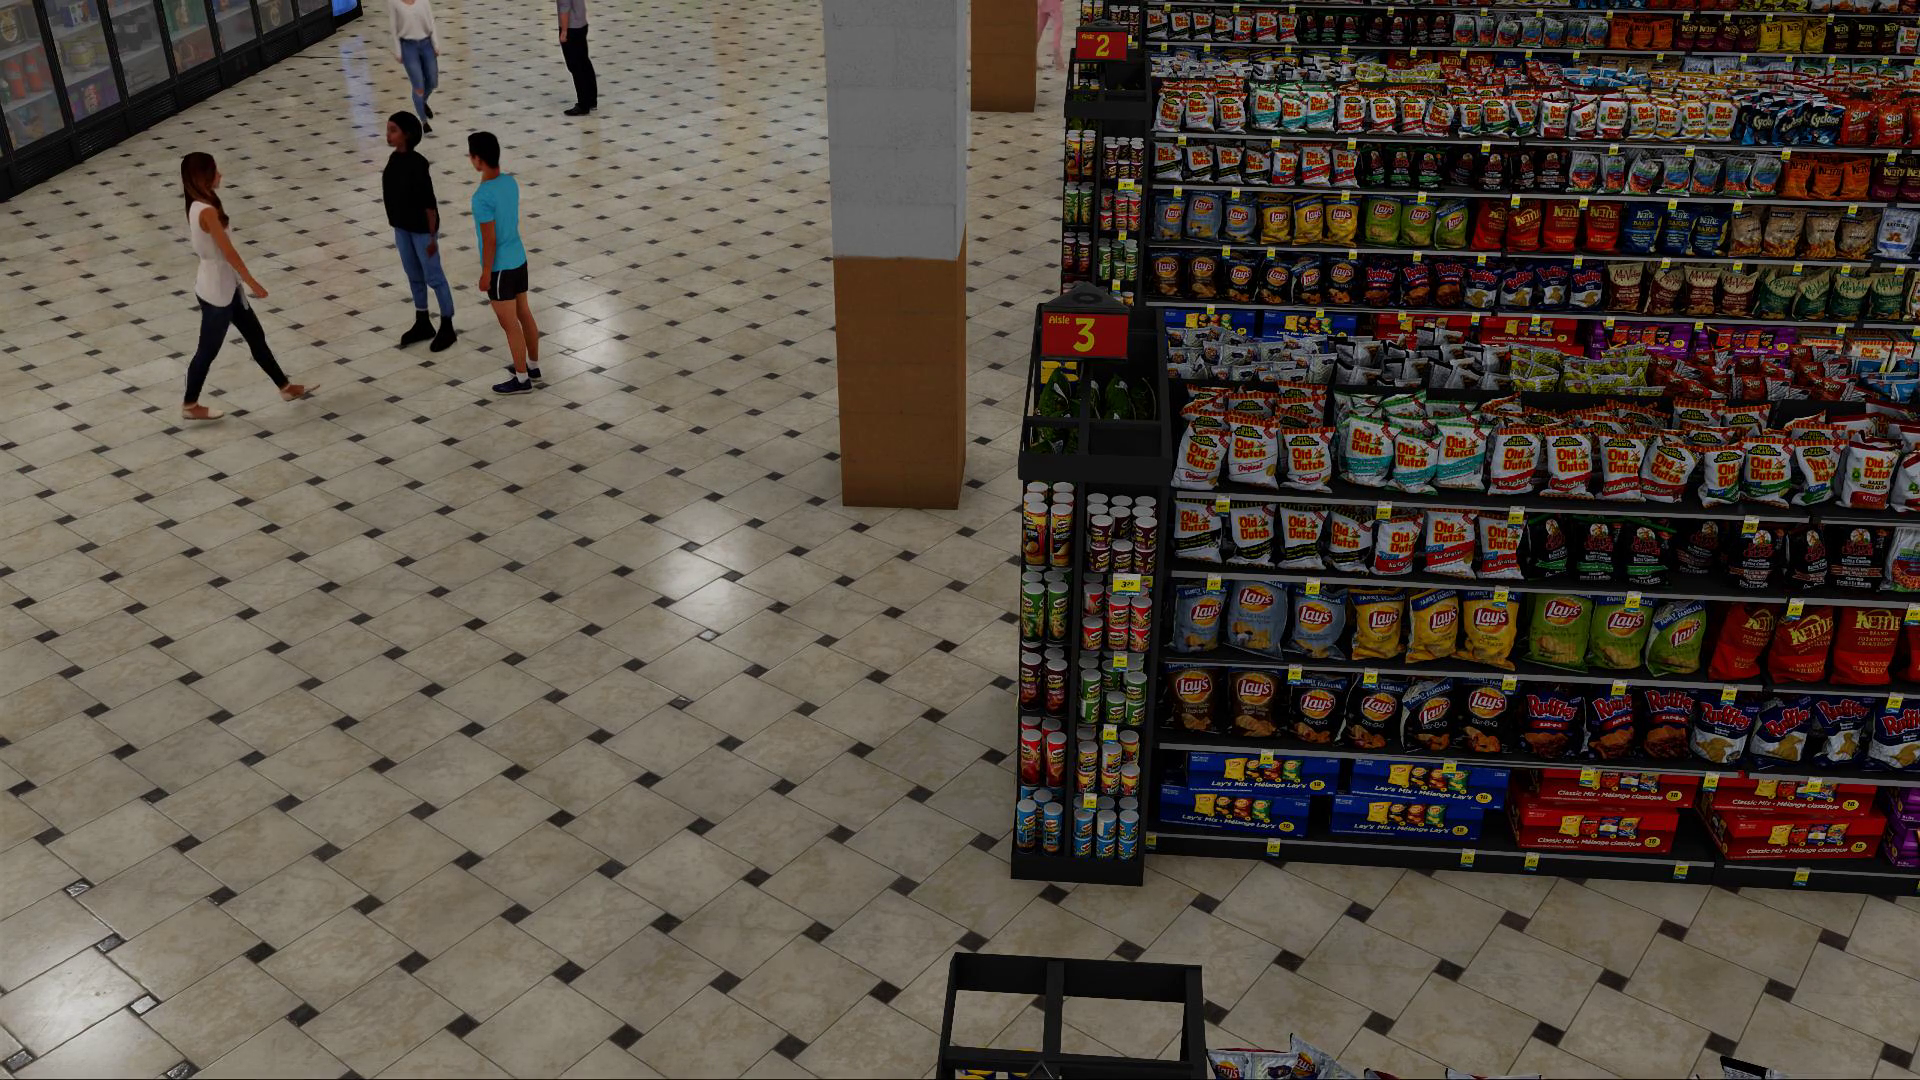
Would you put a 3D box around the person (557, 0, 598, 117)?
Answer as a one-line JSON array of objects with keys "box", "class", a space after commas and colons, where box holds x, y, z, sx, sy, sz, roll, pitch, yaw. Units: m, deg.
[{"box": [-4.111, -5.476, 17.712, 0.566, 1.843, 0.677, 6, 29, 11], "class": "person"}]

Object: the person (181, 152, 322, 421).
[{"box": [-4.835, -1.550, 10.631, 1.173, 1.737, 0.929, -12, 31, -22], "class": "person"}]

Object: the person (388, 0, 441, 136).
[{"box": [-5.601, -5.033, 17.068, 0.863, 1.681, 0.911, -17, 33, -28], "class": "person"}]

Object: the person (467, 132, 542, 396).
[{"box": [-3.041, -1.847, 11.135, 0.548, 1.776, 0.641, 6, 29, 10], "class": "person"}]

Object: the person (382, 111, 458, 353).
[{"box": [-3.870, -2.205, 11.868, 0.613, 1.702, 0.713, 17, 33, 28], "class": "person"}]

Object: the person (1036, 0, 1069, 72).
[{"box": [0.934, -6.384, 19.443, 0.871, 1.778, 0.730, 8, 30, 14], "class": "person"}]
